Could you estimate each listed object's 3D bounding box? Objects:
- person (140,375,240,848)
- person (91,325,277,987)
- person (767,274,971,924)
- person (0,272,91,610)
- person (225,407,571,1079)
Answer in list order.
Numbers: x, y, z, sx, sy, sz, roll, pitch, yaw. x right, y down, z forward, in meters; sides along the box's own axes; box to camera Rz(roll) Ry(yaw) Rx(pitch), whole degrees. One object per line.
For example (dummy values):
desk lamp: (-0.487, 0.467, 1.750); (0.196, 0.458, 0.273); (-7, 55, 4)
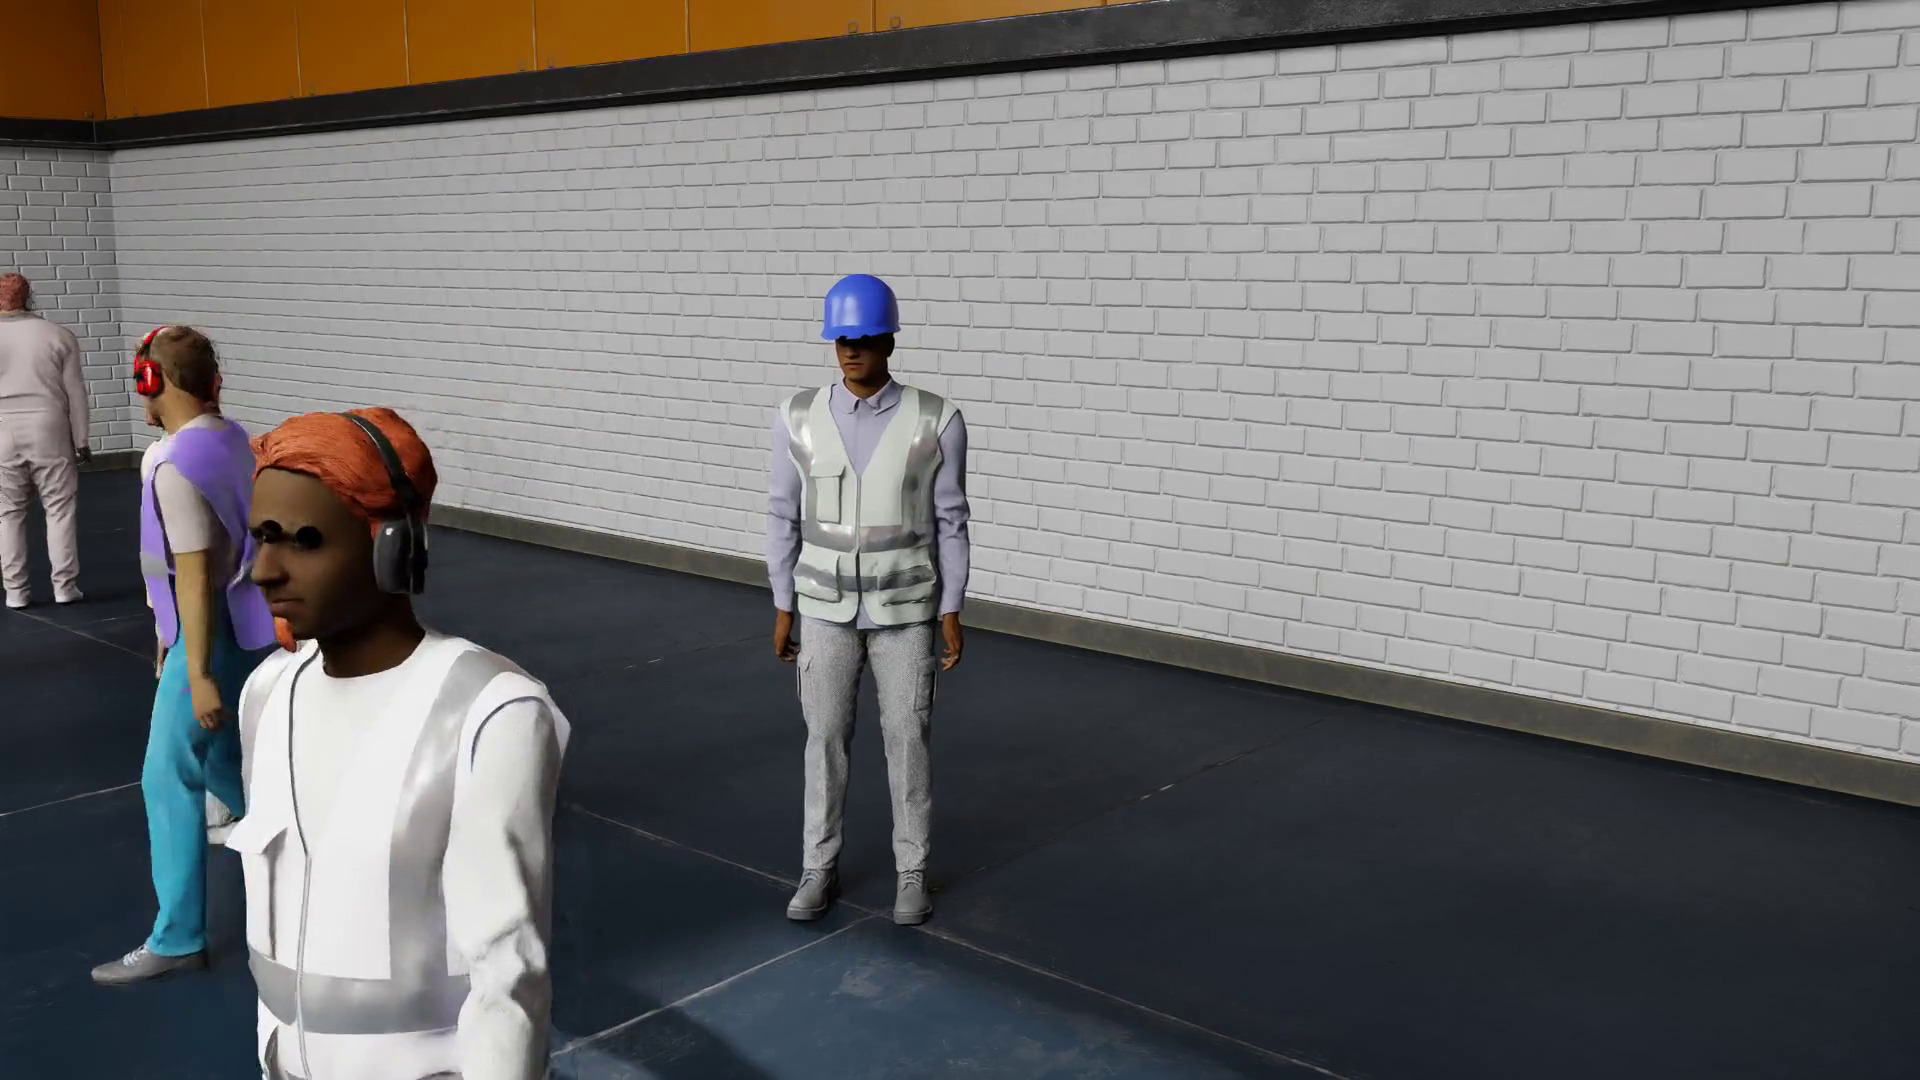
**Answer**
person: (-2.599, 0.223, 5.657); (0.311, 1.639, 0.513); (-8, 13, -38)
person: (-2.120, 0.298, 4.721); (0.589, 1.814, 0.581); (-2, 10, -12)
person: (-0.274, 0.190, 4.961); (0.608, 1.946, 0.406); (1, 10, 7)
person: (-5.253, -0.547, 9.344); (0.660, 1.887, 0.400); (-4, 11, -22)
person: (-0.700, 0.740, 2.183); (0.578, 1.840, 1.007); (5, 11, 28)
